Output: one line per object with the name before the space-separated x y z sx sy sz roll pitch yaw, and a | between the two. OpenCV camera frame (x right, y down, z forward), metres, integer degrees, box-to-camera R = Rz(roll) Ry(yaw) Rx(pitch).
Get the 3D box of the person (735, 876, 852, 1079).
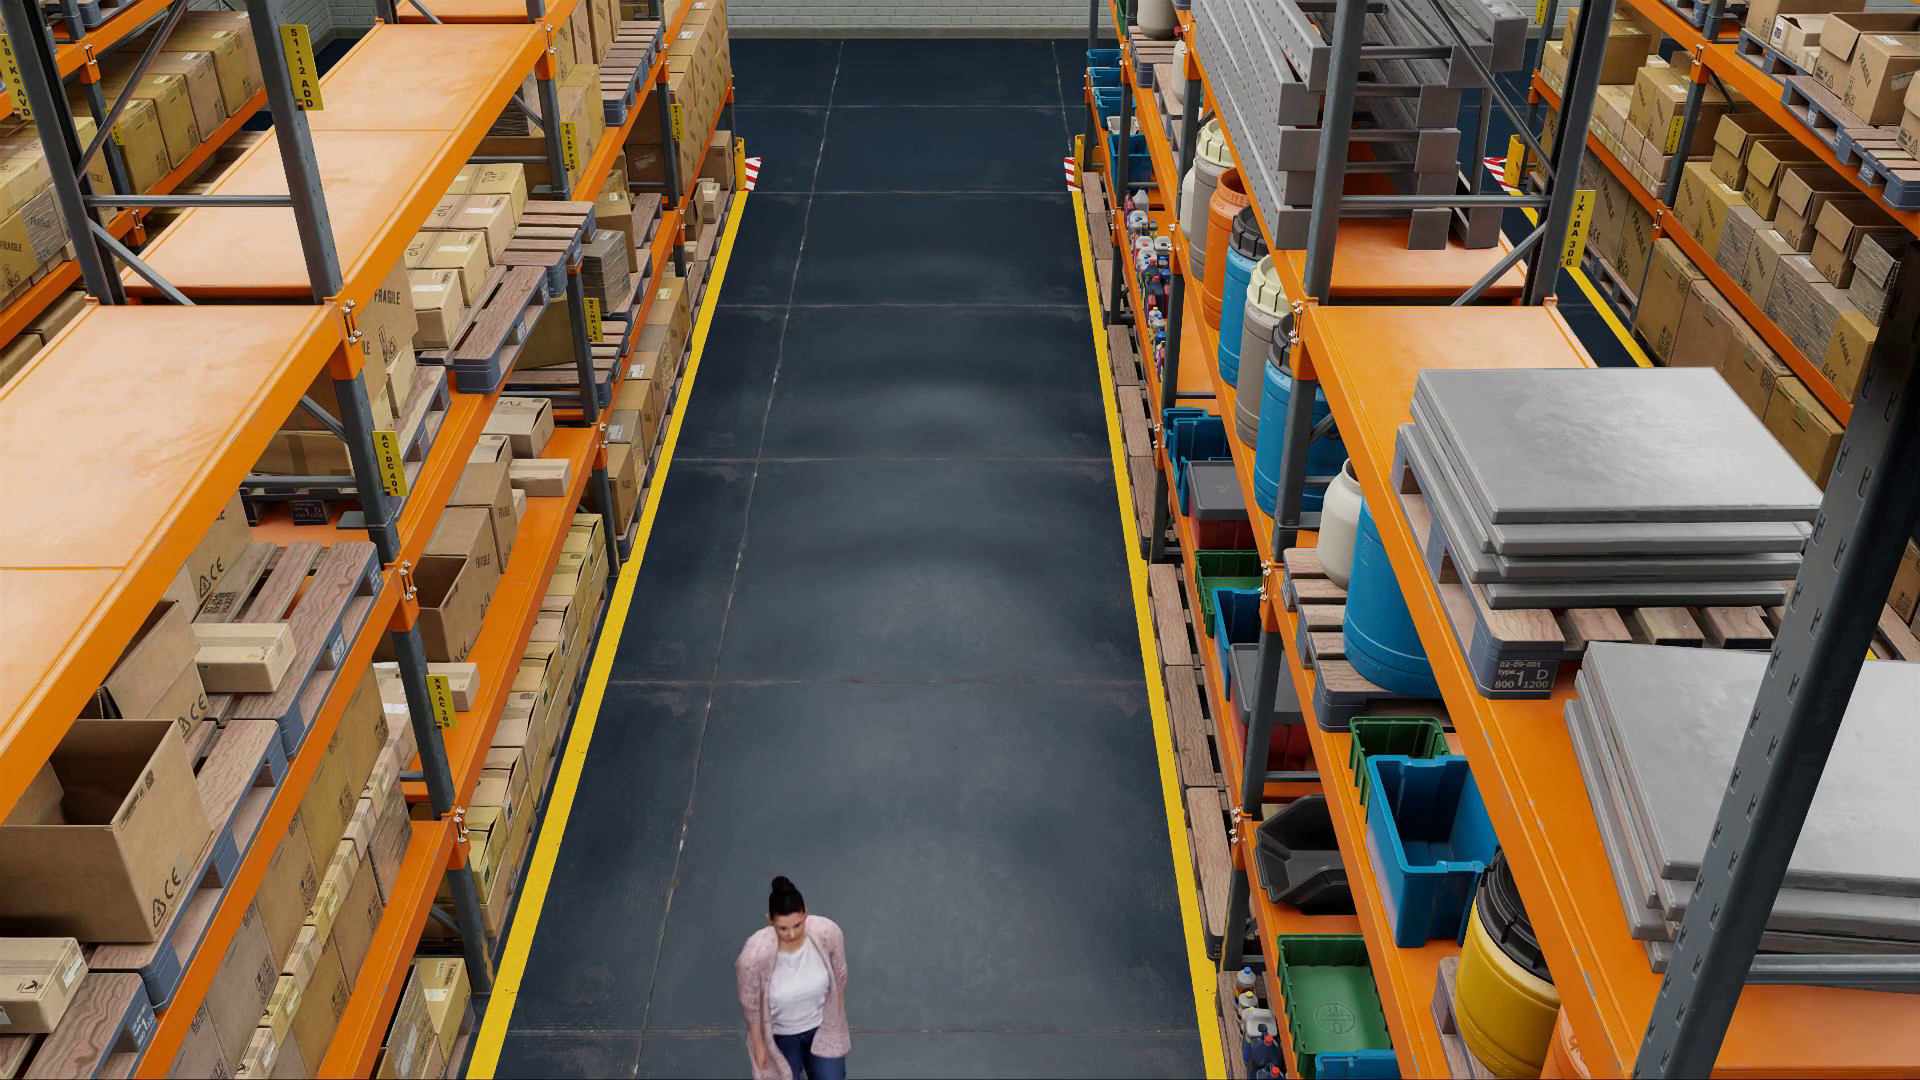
person | -0.800 2.185 7.844 0.759 1.727 0.740 -9 34 -13
